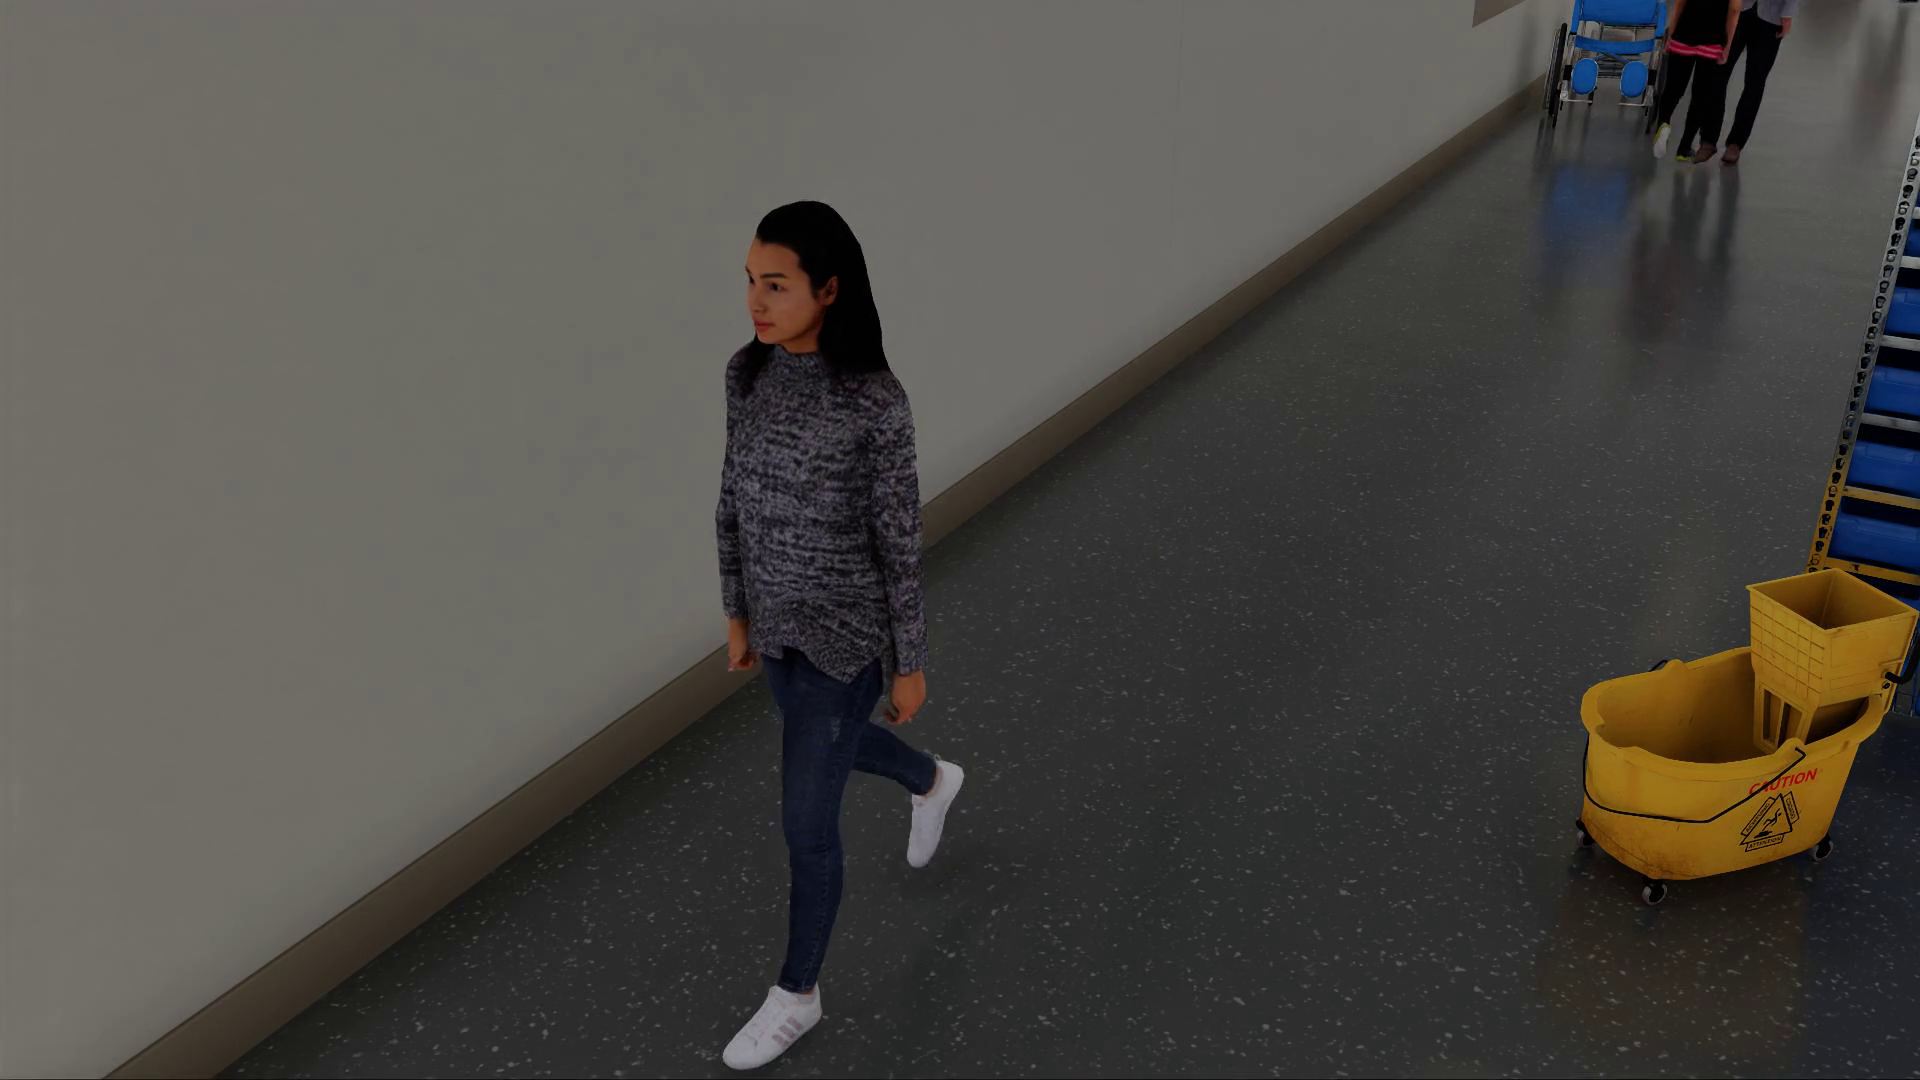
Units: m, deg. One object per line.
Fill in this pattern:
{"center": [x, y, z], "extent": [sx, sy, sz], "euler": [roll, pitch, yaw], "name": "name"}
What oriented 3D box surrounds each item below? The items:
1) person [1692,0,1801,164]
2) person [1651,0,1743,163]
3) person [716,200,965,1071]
{"center": [4.986, -3.291, 10.376], "extent": [0.664, 1.833, 0.733], "euler": [16, 30, 30], "name": "person"}
{"center": [4.566, -3.074, 10.270], "extent": [0.821, 1.533, 0.657], "euler": [16, 30, 29], "name": "person"}
{"center": [-0.218, 0.160, 3.368], "extent": [1.099, 1.703, 0.788], "euler": [19, 31, 34], "name": "person"}
